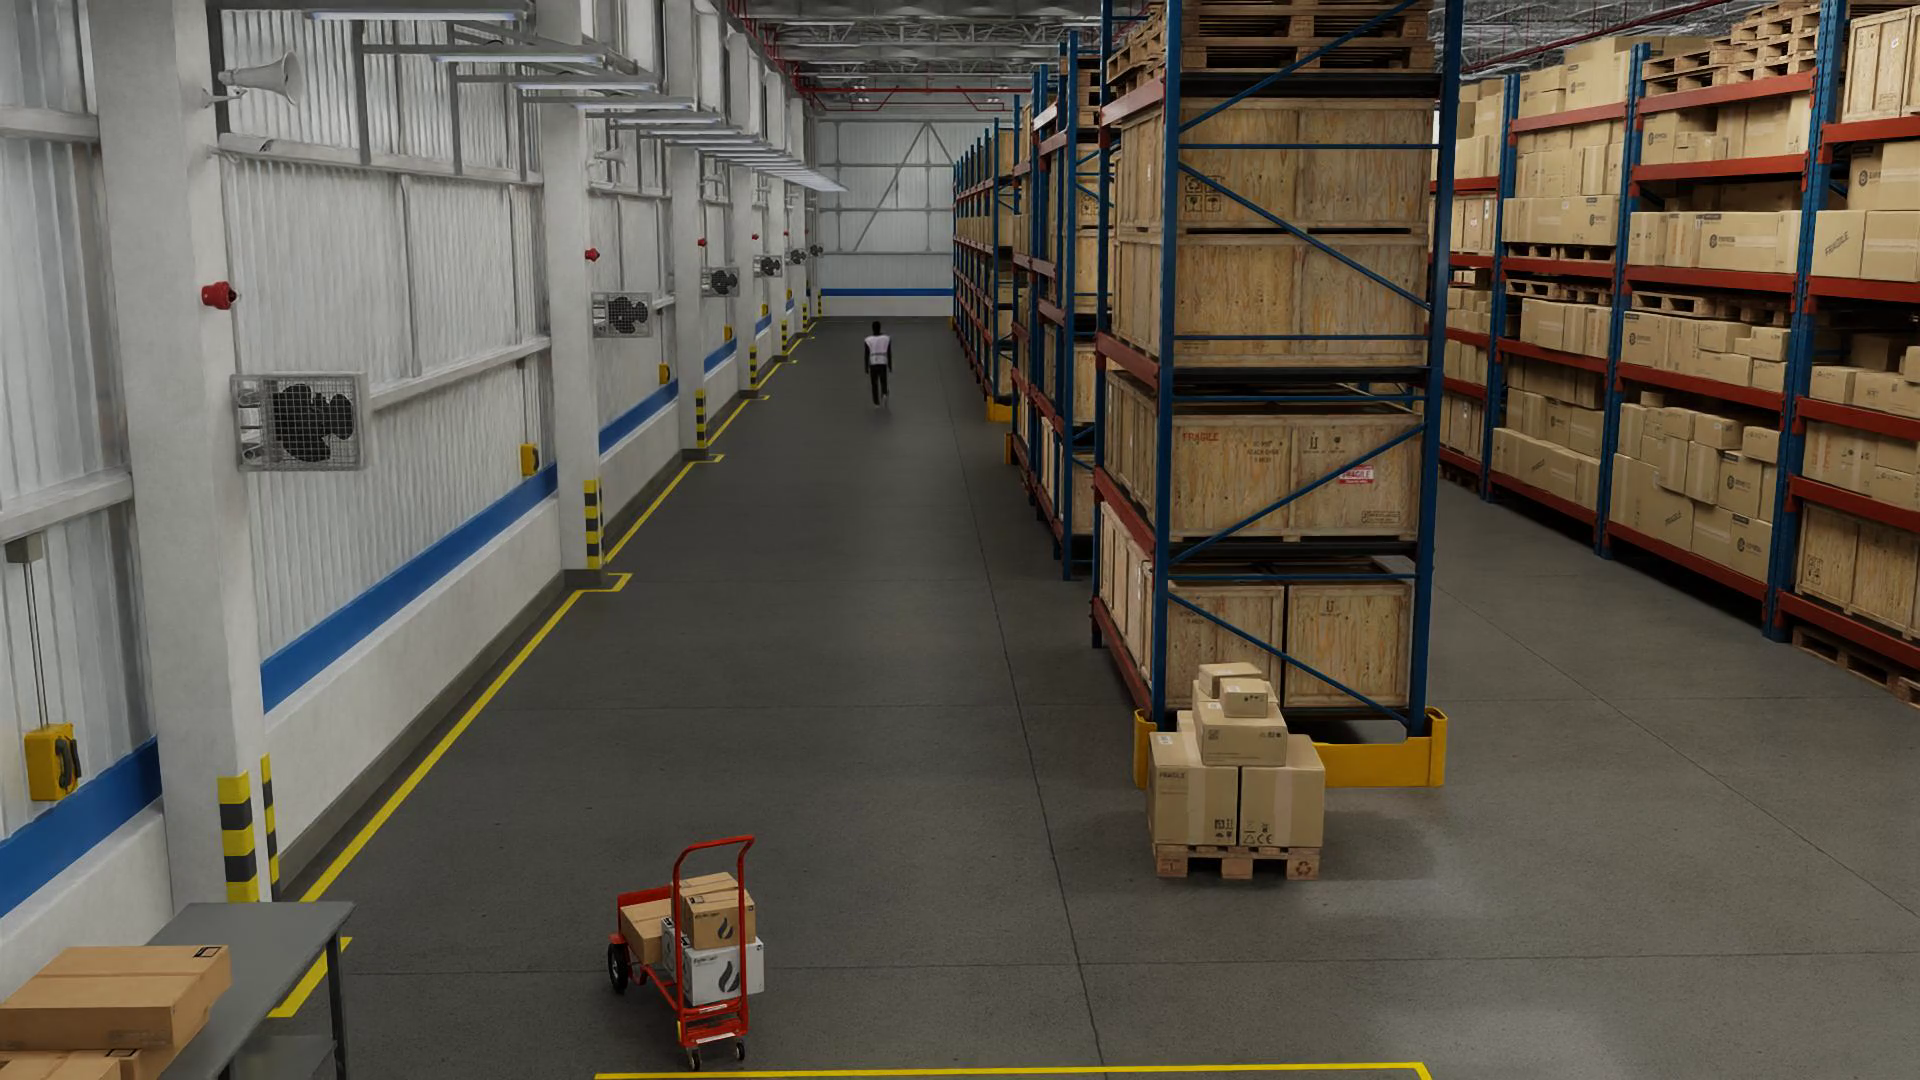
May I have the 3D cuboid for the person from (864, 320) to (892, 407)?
[{"bbox_3d":[-1.800,-3.854,36.442,0.624,1.905,0.442,-2,11,-12],"label":"person"}]
